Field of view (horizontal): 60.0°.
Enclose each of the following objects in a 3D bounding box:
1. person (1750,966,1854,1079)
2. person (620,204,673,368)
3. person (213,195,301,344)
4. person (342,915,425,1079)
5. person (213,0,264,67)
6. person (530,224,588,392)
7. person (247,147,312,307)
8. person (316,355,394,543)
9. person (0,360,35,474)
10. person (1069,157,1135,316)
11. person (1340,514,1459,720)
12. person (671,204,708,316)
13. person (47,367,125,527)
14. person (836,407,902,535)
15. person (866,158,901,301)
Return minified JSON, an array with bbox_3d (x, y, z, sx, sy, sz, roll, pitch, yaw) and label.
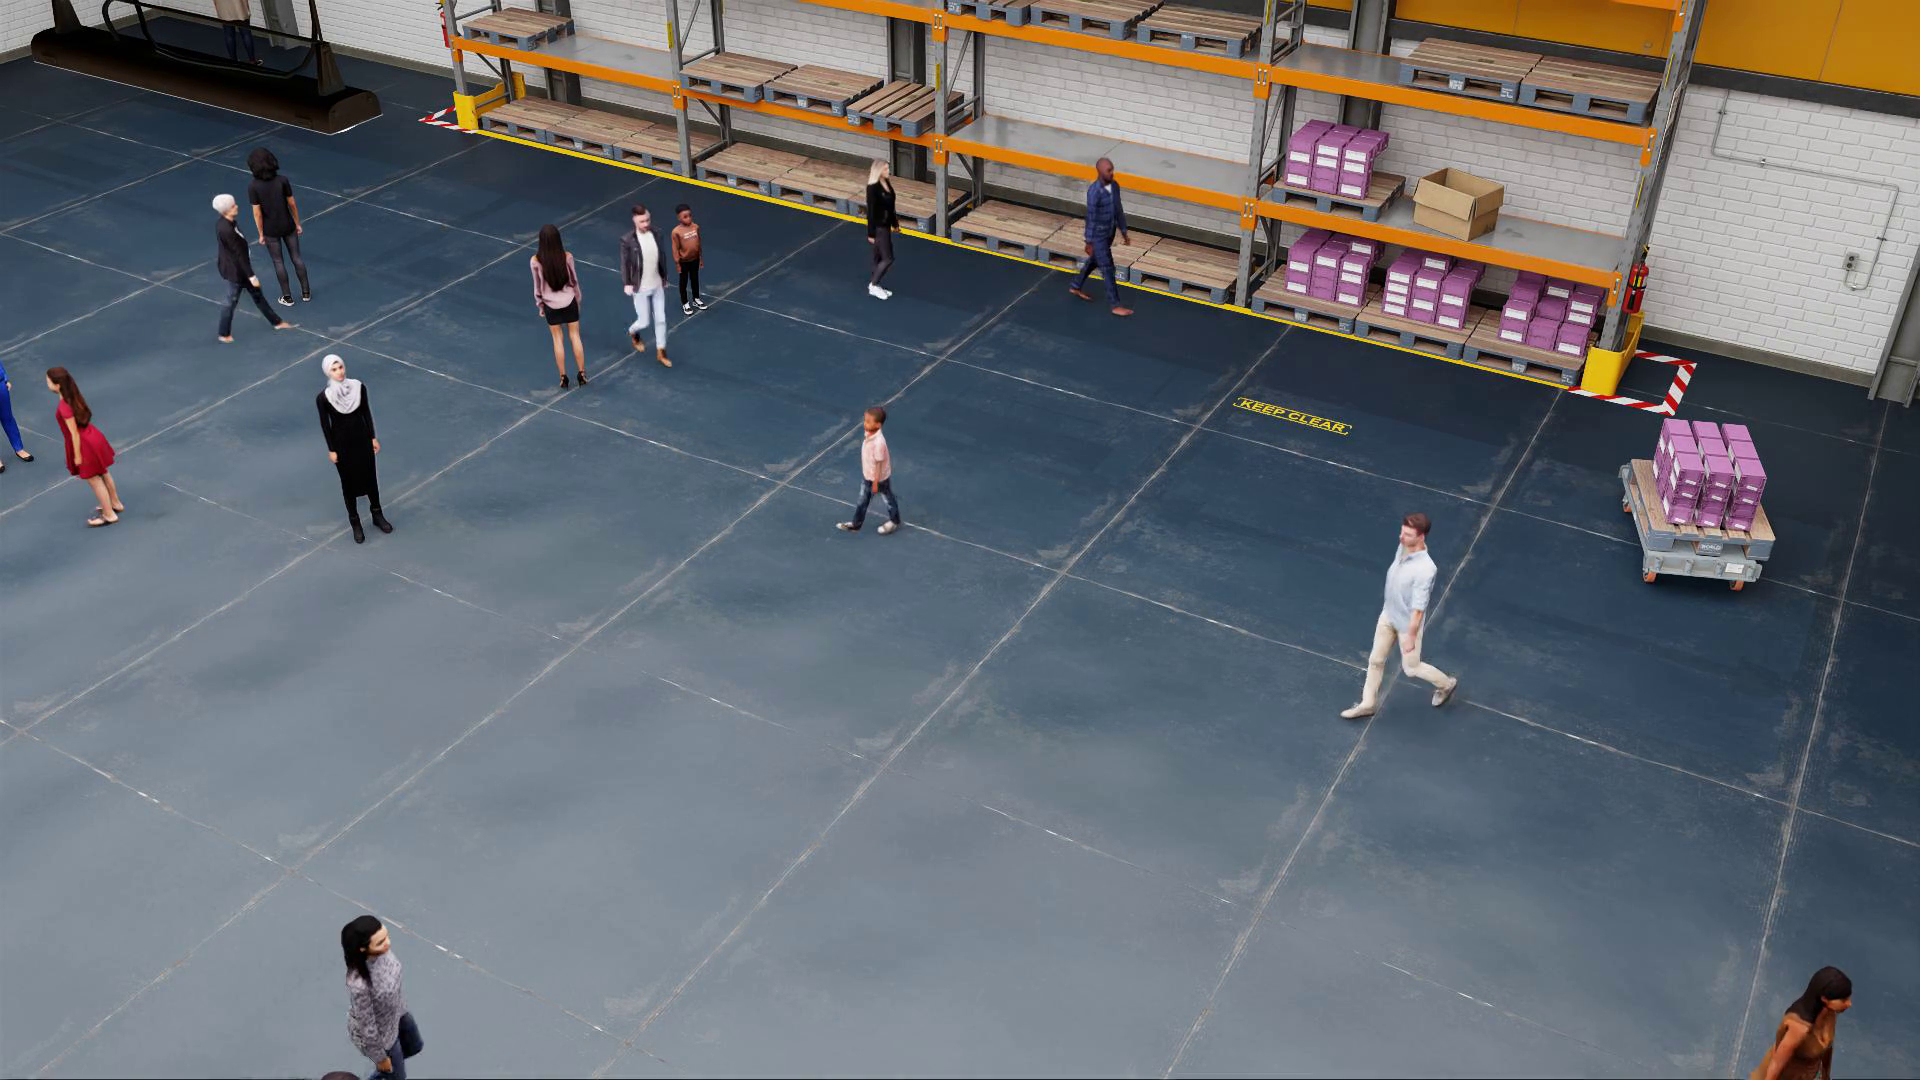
[{"bbox_3d":[4.484,2.920,9.196,0.731,1.668,0.875,-26,42,-33],"label":"person"},{"bbox_3d":[-3.340,-2.714,17.538,0.844,1.817,0.958,-28,42,-35],"label":"person"},{"bbox_3d":[-7.972,-2.879,18.037,1.144,1.761,1.196,-10,35,-15],"label":"person"},{"bbox_3d":[-3.354,2.745,9.417,0.872,1.715,0.823,1,34,1],"label":"person"},{"bbox_3d":[-11.348,-8.306,25.885,0.778,1.890,0.869,-1,34,-1],"label":"person"},{"bbox_3d":[-4.091,-2.382,17.044,0.685,1.811,0.743,-9,35,-13],"label":"person"},{"bbox_3d":[-7.693,-3.541,18.765,0.712,1.835,0.676,-22,39,-29],"label":"person"},{"bbox_3d":[-5.392,-0.831,14.739,0.672,1.779,0.655,-23,40,-31],"label":"person"},{"bbox_3d":[-9.274,-1.472,15.774,0.608,1.700,0.660,26,41,33],"label":"person"},{"bbox_3d":[1.524,-3.442,18.671,1.171,1.776,0.732,22,40,30],"label":"person"},{"bbox_3d":[3.435,0.603,12.542,1.189,1.823,1.134,-8,35,-12],"label":"person"},{"bbox_3d":[-3.067,-3.187,18.757,0.584,1.254,0.585,-24,41,-32],"label":"person"},{"bbox_3d":[-7.889,-0.870,15.002,0.740,1.553,0.680,-5,34,-7],"label":"person"},{"bbox_3d":[-0.678,-0.617,14.864,0.844,1.284,0.840,-14,36,-20],"label":"person"},{"bbox_3d":[-0.990,-3.551,18.926,0.643,1.675,0.674,10,35,14],"label":"person"}]
